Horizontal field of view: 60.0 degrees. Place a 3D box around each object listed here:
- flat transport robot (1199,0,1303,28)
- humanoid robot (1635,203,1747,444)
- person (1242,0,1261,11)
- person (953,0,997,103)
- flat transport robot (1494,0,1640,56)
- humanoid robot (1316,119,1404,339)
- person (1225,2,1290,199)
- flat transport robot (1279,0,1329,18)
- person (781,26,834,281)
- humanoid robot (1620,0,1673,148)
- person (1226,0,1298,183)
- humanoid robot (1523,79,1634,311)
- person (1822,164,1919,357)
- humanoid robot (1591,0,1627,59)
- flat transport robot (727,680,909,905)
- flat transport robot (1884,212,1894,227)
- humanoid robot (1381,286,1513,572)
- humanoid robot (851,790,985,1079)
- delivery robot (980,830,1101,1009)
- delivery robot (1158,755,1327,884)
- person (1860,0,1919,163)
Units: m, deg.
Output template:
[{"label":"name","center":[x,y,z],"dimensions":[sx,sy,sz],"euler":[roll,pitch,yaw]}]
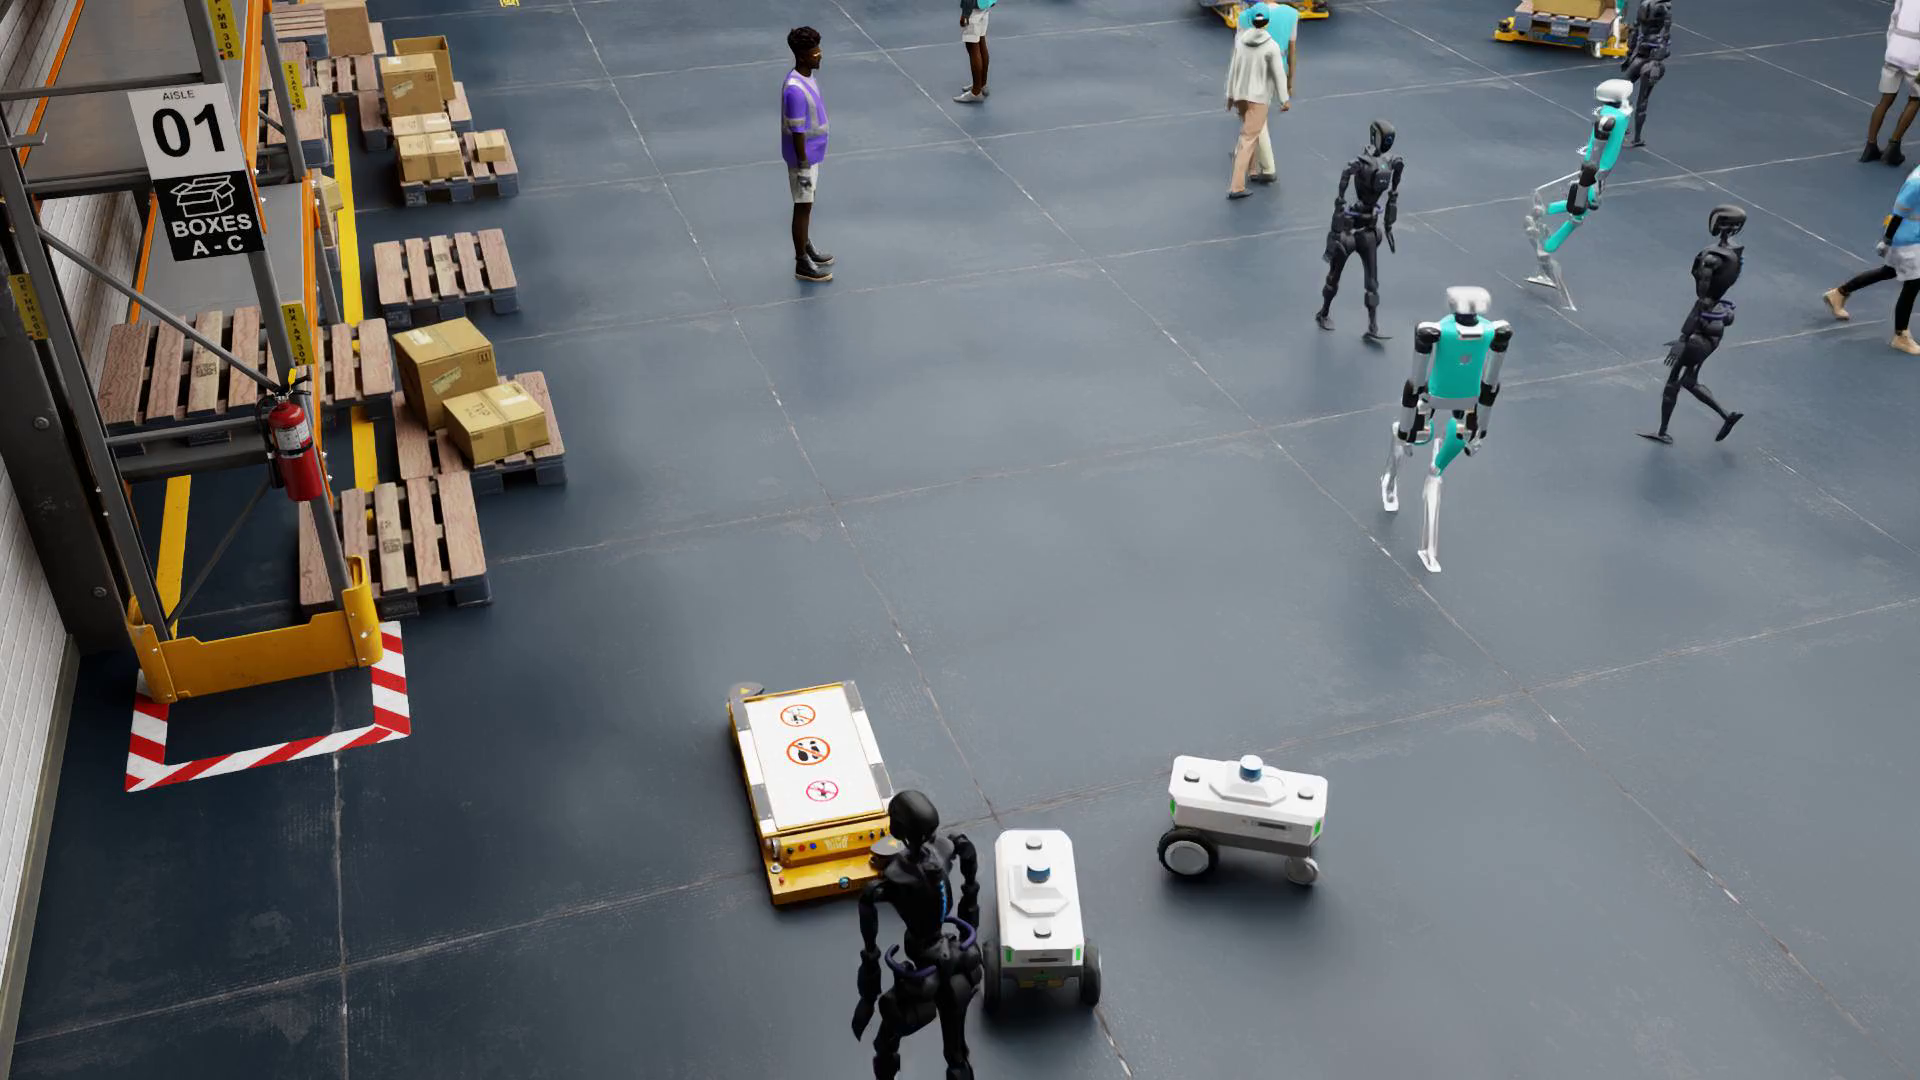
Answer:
[{"label":"flat transport robot","center":[3.291,-6.312,19.539],"dimensions":[0.659,0.231,1.431],"euler":[-5,33,-8]},{"label":"humanoid robot","center":[4.801,-1.327,10.622],"dimensions":[0.588,1.642,0.603],"euler":[23,40,31]},{"label":"person","center":[3.098,-5.533,16.902],"dimensions":[0.568,1.857,0.463],"euler":[-10,34,-15]},{"label":"person","center":[0.150,-5.319,16.488],"dimensions":[0.422,1.938,0.566],"euler":[10,34,15]},{"label":"flat transport robot","center":[6.762,-5.649,18.523],"dimensions":[1.431,0.231,0.659],"euler":[17,37,24]},{"label":"humanoid robot","center":[2.918,-2.223,11.996],"dimensions":[0.602,1.626,0.703],"euler":[-14,36,-21]},{"label":"person","center":[2.618,-3.835,14.481],"dimensions":[0.791,1.637,0.494],"euler":[-27,42,-35]},{"label":"flat transport robot","center":[3.879,-6.485,19.804],"dimensions":[0.659,0.231,1.431],"euler":[-3,33,-5]},{"label":"person","center":[-1.192,-3.002,12.911],"dimensions":[0.373,1.965,0.605],"euler":[2,33,2]},{"label":"humanoid robot","center":[6.360,-4.462,15.411],"dimensions":[0.319,1.656,0.601],"euler":[-5,33,-8]},{"label":"person","center":[2.693,-4.116,14.796],"dimensions":[0.572,1.793,0.953],"euler":[-12,35,-17]},{"label":"humanoid robot","center":[4.568,-2.607,12.544],"dimensions":[0.828,1.805,0.555],"euler":[21,39,29]},{"label":"person","center":[6.783,-2.217,11.978],"dimensions":[0.816,1.663,0.519],"euler":[29,43,36]},{"label":"humanoid robot","center":[6.993,-6.011,17.758],"dimensions":[0.540,1.826,0.665],"euler":[2,33,3]},{"label":"flat transport robot","center":[-0.707,1.160,8.080],"dimensions":[0.659,0.231,1.431],"euler":[-8,34,-13]},{"label":"flat transport robot","center":[8.377,-2.436,13.594],"dimensions":[0.659,0.231,1.431],"euler":[-11,35,-16]},{"label":"humanoid robot","center":[2.751,-0.781,9.754],"dimensions":[0.530,1.777,1.001],"euler":[-1,33,-2]},{"label":"humanoid robot","center":[-0.132,1.587,6.151],"dimensions":[0.589,1.635,0.562],"euler":[-26,41,-34]},{"label":"delivery robot","center":[0.332,1.597,7.130],"dimensions":[0.499,0.576,0.768],"euler":[-1,33,-1]},{"label":"delivery robot","center":[1.321,1.247,7.671],"dimensions":[0.756,0.580,0.499],"euler":[7,34,11]},{"label":"person","center":[8.594,-4.374,15.082],"dimensions":[0.541,1.893,0.571],"euler":[-16,36,-22]}]
